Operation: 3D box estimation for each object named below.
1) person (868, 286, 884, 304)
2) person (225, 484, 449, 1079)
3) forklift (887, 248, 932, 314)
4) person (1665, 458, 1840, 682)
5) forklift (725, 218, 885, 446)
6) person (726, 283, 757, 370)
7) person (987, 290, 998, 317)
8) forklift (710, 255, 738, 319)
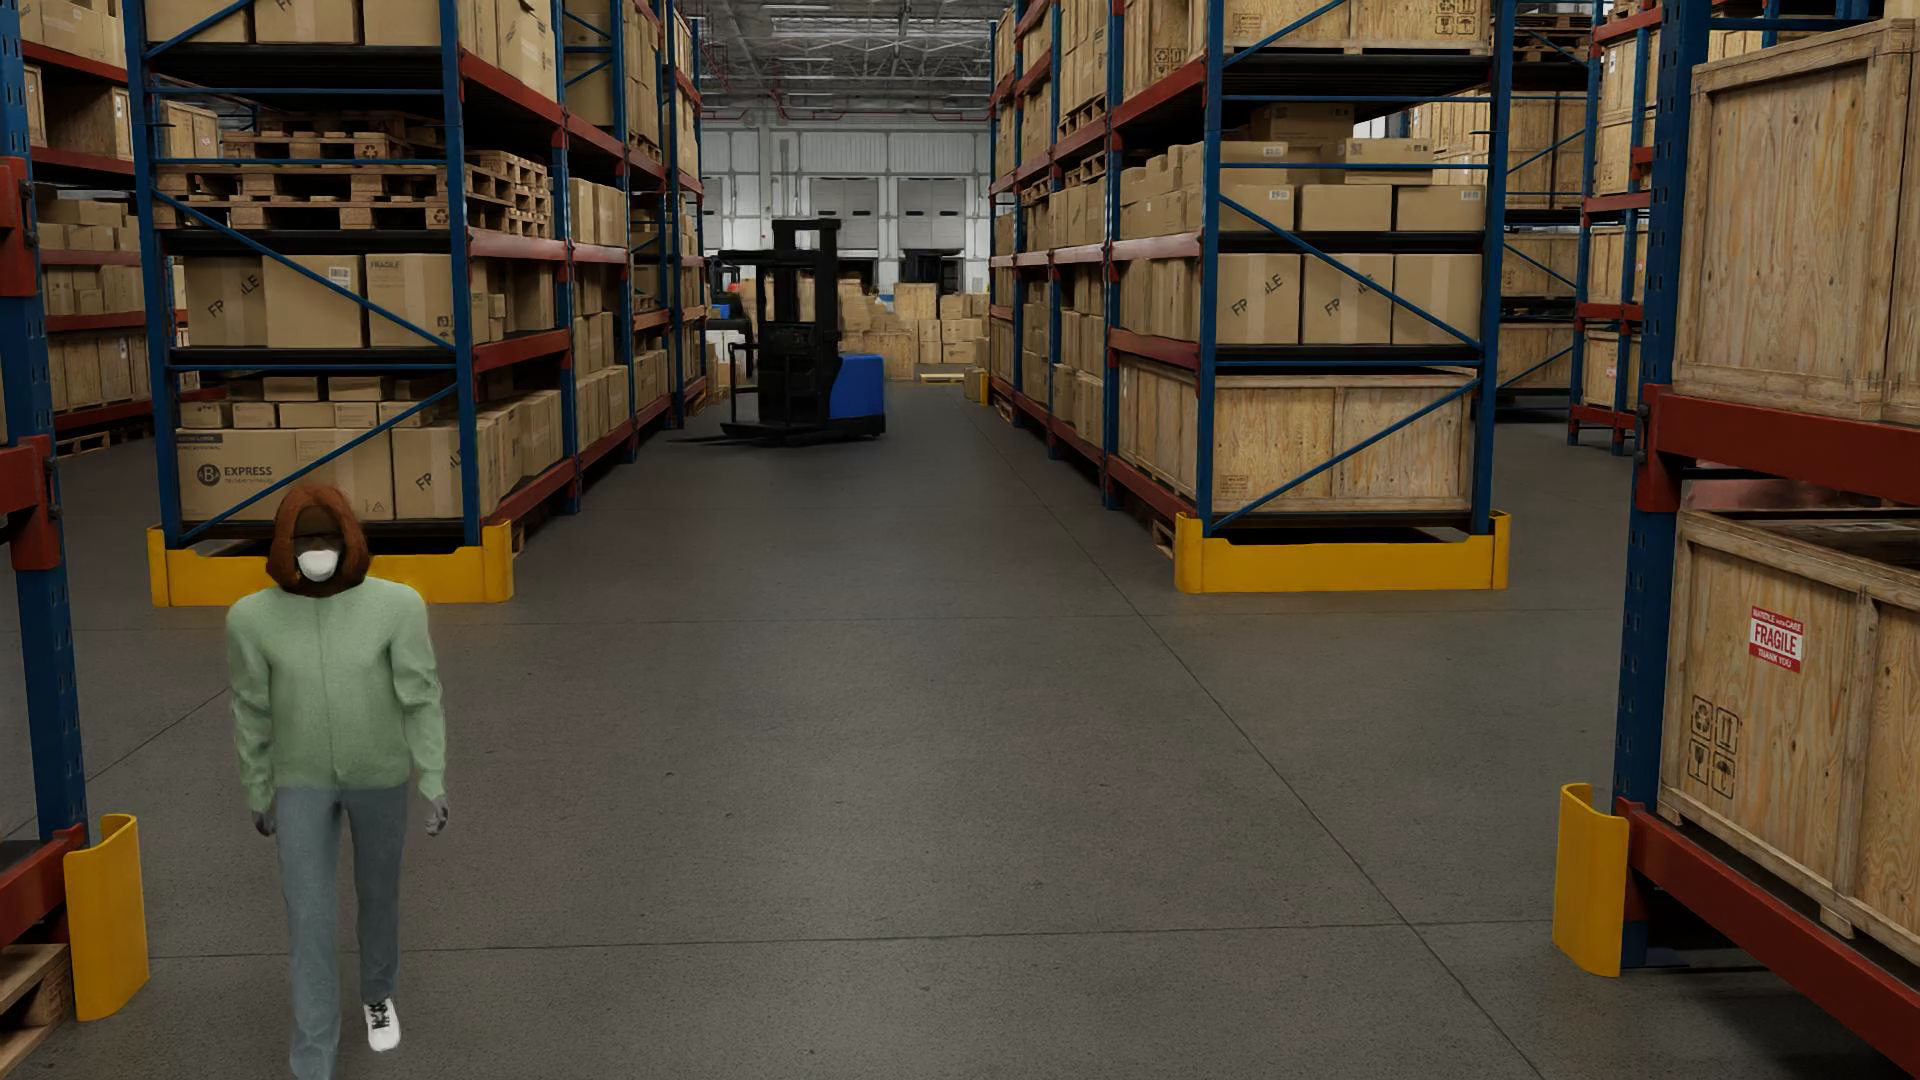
[{"bbox_3d":[-1.851,-4.753,37.286,1.000,1.895,0.642,-3,10,-18],"label":"person"},{"bbox_3d":[-1.584,0.653,4.262,0.515,1.591,0.859,-3,10,-19],"label":"person"},{"bbox_3d":[-1.126,-6.429,44.700,1.873,2.768,1.129,6,11,33],"label":"forklift"},{"bbox_3d":[3.012,0.159,6.395,0.427,1.895,0.667,-4,10,-22],"label":"person"},{"bbox_3d":[-1.934,-2.674,21.120,1.129,2.768,1.873,8,12,40],"label":"forklift"},{"bbox_3d":[-4.919,-4.708,36.845,1.032,1.948,0.640,-3,9,-16],"label":"person"},{"bbox_3d":[0.684,-3.878,31.761,0.806,1.888,0.575,-4,10,-24],"label":"person"},{"bbox_3d":[-8.368,-8.713,59.038,1.129,2.768,1.873,-1,9,-4],"label":"forklift"}]
